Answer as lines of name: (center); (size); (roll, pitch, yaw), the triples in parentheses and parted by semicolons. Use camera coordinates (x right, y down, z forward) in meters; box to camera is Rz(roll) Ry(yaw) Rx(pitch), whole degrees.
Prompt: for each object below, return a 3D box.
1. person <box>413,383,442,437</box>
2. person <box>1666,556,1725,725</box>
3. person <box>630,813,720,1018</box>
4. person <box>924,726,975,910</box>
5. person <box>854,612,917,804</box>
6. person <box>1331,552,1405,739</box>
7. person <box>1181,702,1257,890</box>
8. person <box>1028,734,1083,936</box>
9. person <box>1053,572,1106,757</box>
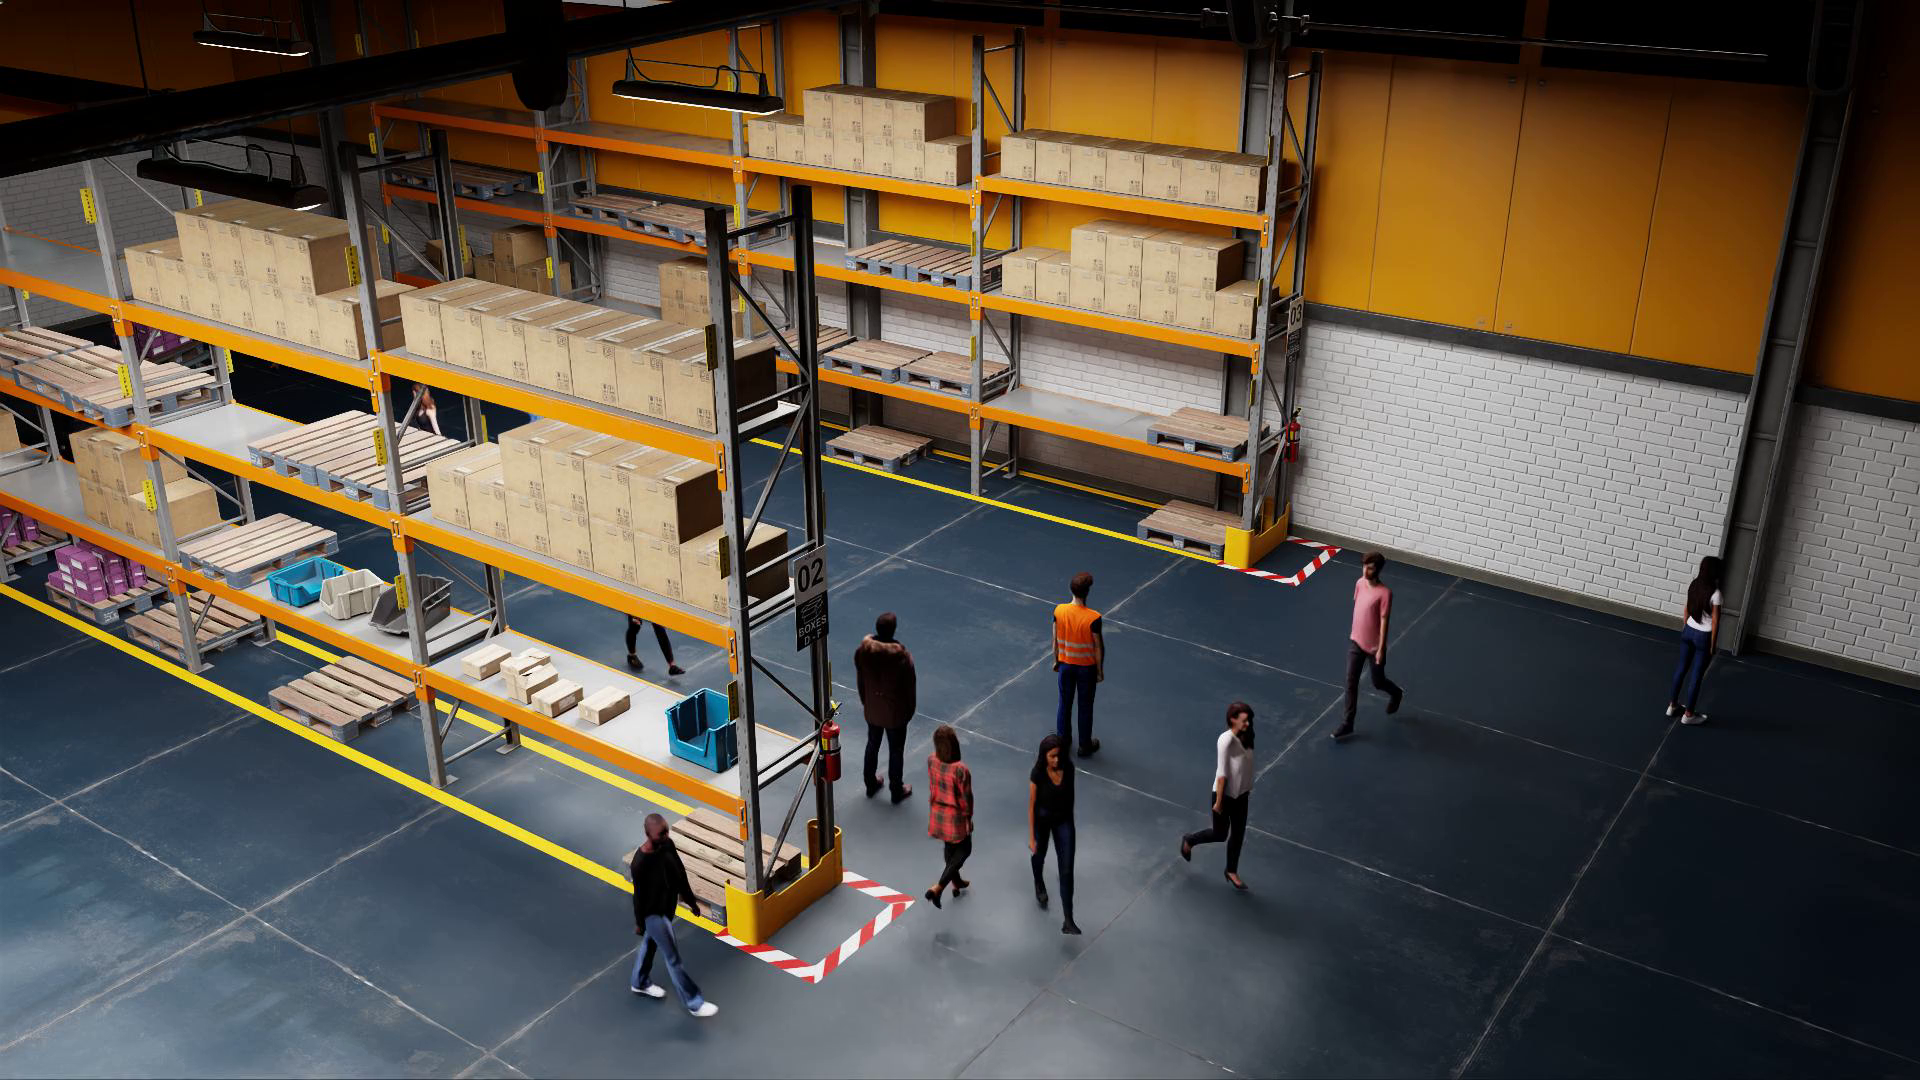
person: (-6.812, -1.200, 21.693); (0.488, 1.726, 0.774); (13, 27, 27)
person: (7.373, 0.989, 16.624); (0.728, 1.775, 0.639); (-8, 25, -18)
person: (-2.355, 2.789, 12.593); (1.129, 1.705, 0.761); (10, 25, 21)
person: (-0.123, 2.318, 13.707); (0.843, 1.676, 0.702); (19, 30, 36)
person: (-0.684, 1.535, 15.294); (0.644, 1.839, 0.849); (11, 26, 23)
person: (4.098, 1.011, 16.379); (0.939, 1.930, 1.197); (-17, 29, -33)
person: (2.202, 2.121, 14.028); (0.931, 1.781, 0.684); (20, 31, 38)
person: (0.714, 2.324, 13.678); (1.072, 1.688, 1.192); (-6, 24, -14)
person: (1.133, 1.194, 16.014); (0.626, 1.887, 0.789); (10, 26, 22)
